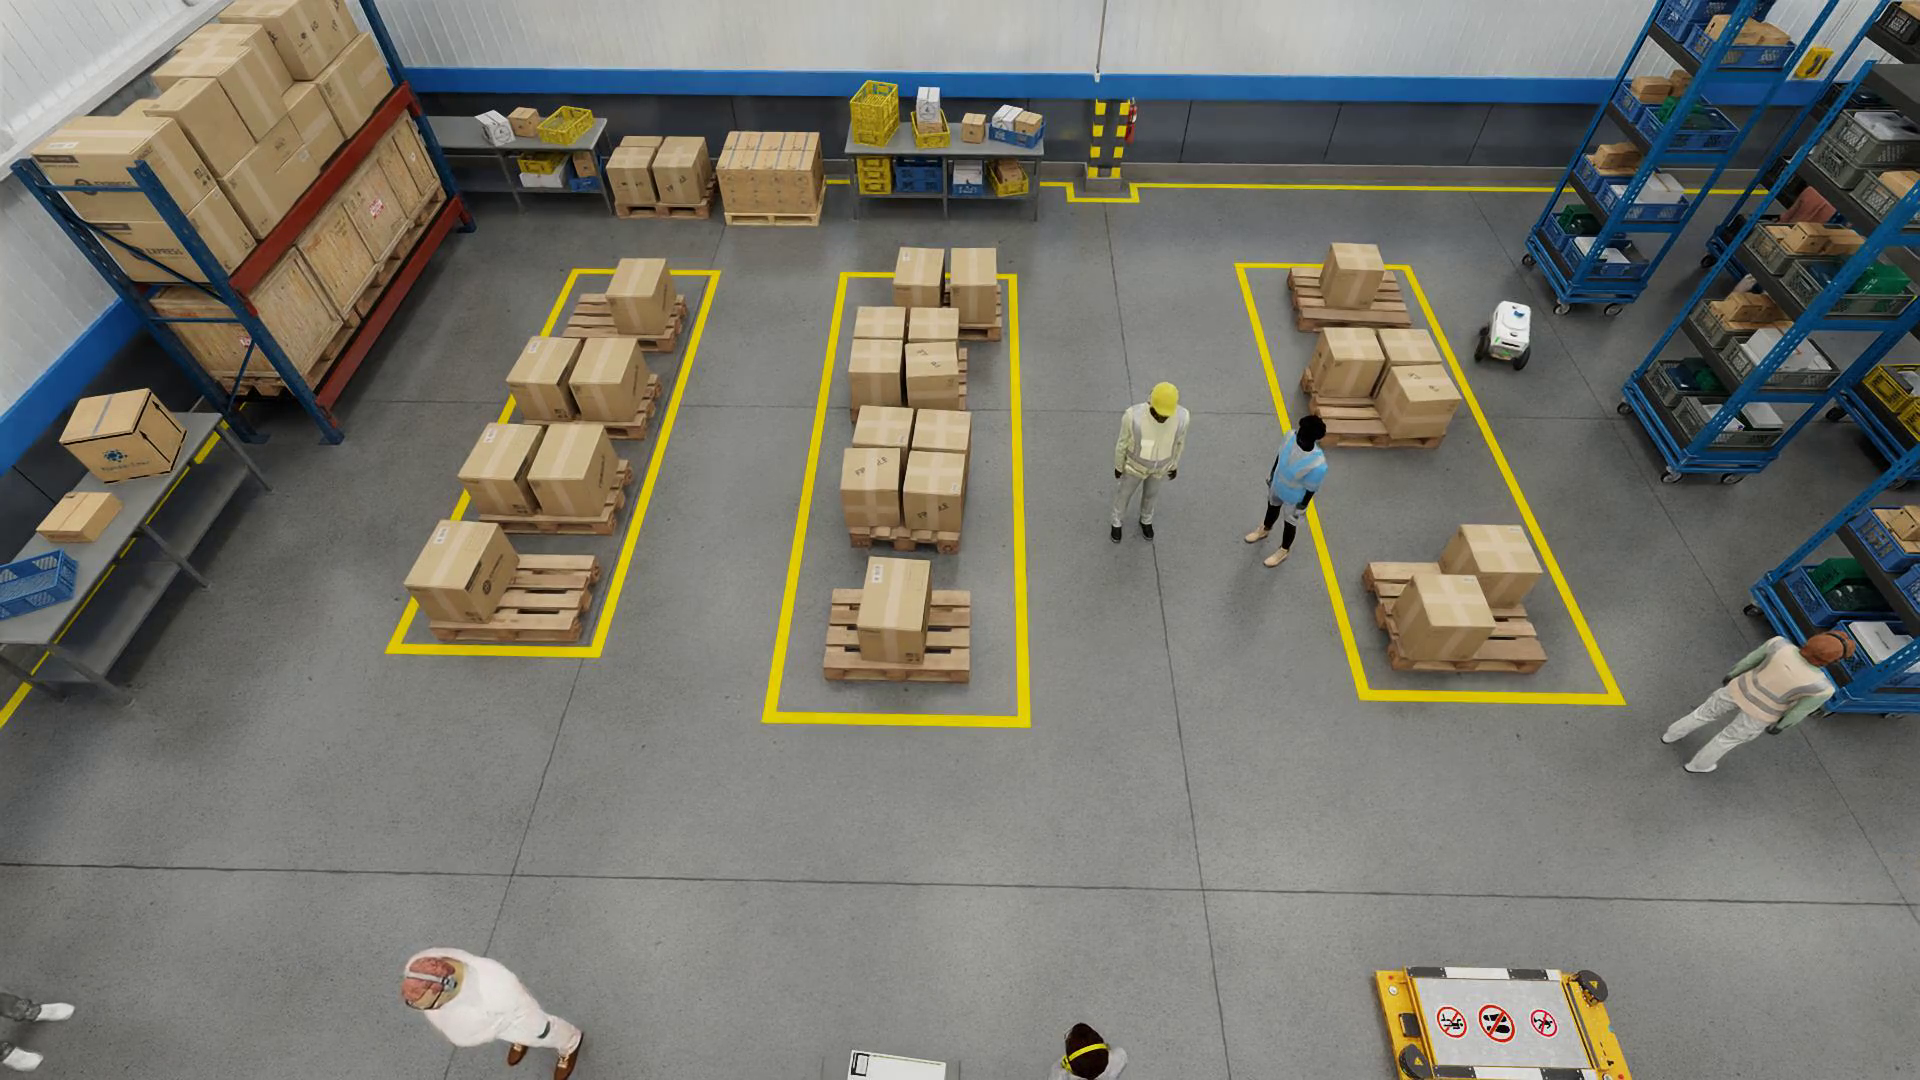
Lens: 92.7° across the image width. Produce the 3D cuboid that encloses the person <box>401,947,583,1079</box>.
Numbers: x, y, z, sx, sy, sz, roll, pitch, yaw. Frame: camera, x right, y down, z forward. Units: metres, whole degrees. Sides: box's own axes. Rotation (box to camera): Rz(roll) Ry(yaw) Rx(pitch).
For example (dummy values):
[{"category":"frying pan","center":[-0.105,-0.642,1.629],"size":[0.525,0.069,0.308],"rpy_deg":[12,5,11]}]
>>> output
[{"category":"person","center":[-2.656,2.707,5.222],"size":[0.645,1.900,0.399],"rpy_deg":[12,52,10]}]

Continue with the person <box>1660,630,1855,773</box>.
[{"category":"person","center":[5.753,1.171,6.642],"size":[0.314,1.632,0.521],"rpy_deg":[-12,52,-10]}]

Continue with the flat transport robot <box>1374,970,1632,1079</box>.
[{"category":"flat transport robot","center":[3.501,3.133,5.914],"size":[1.431,0.197,0.652],"rpy_deg":[1,51,1]}]

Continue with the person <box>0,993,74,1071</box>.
[{"category":"person","center":[-6.075,2.658,5.255],"size":[0.402,1.910,0.598],"rpy_deg":[1,51,1]}]

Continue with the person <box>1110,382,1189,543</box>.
[{"category":"person","center":[1.636,-0.664,8.014],"size":[0.597,1.826,0.403],"rpy_deg":[-4,51,-3]}]

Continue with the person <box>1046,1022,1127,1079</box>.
[{"category":"person","center":[0.609,2.992,5.006],"size":[0.532,1.868,0.310],"rpy_deg":[-20,54,-16]}]

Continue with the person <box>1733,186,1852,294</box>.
[{"category":"person","center":[9.082,-3.160,9.953],"size":[0.410,1.980,0.625],"rpy_deg":[-18,53,-14]}]

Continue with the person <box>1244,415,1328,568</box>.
[{"category":"person","center":[2.848,-0.436,7.915],"size":[0.322,1.691,0.534],"rpy_deg":[-18,53,-14]}]

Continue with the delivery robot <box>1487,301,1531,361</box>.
[{"category":"delivery robot","center":[6.095,-2.343,10.138],"size":[0.477,0.478,0.707],"rpy_deg":[19,53,15]}]
